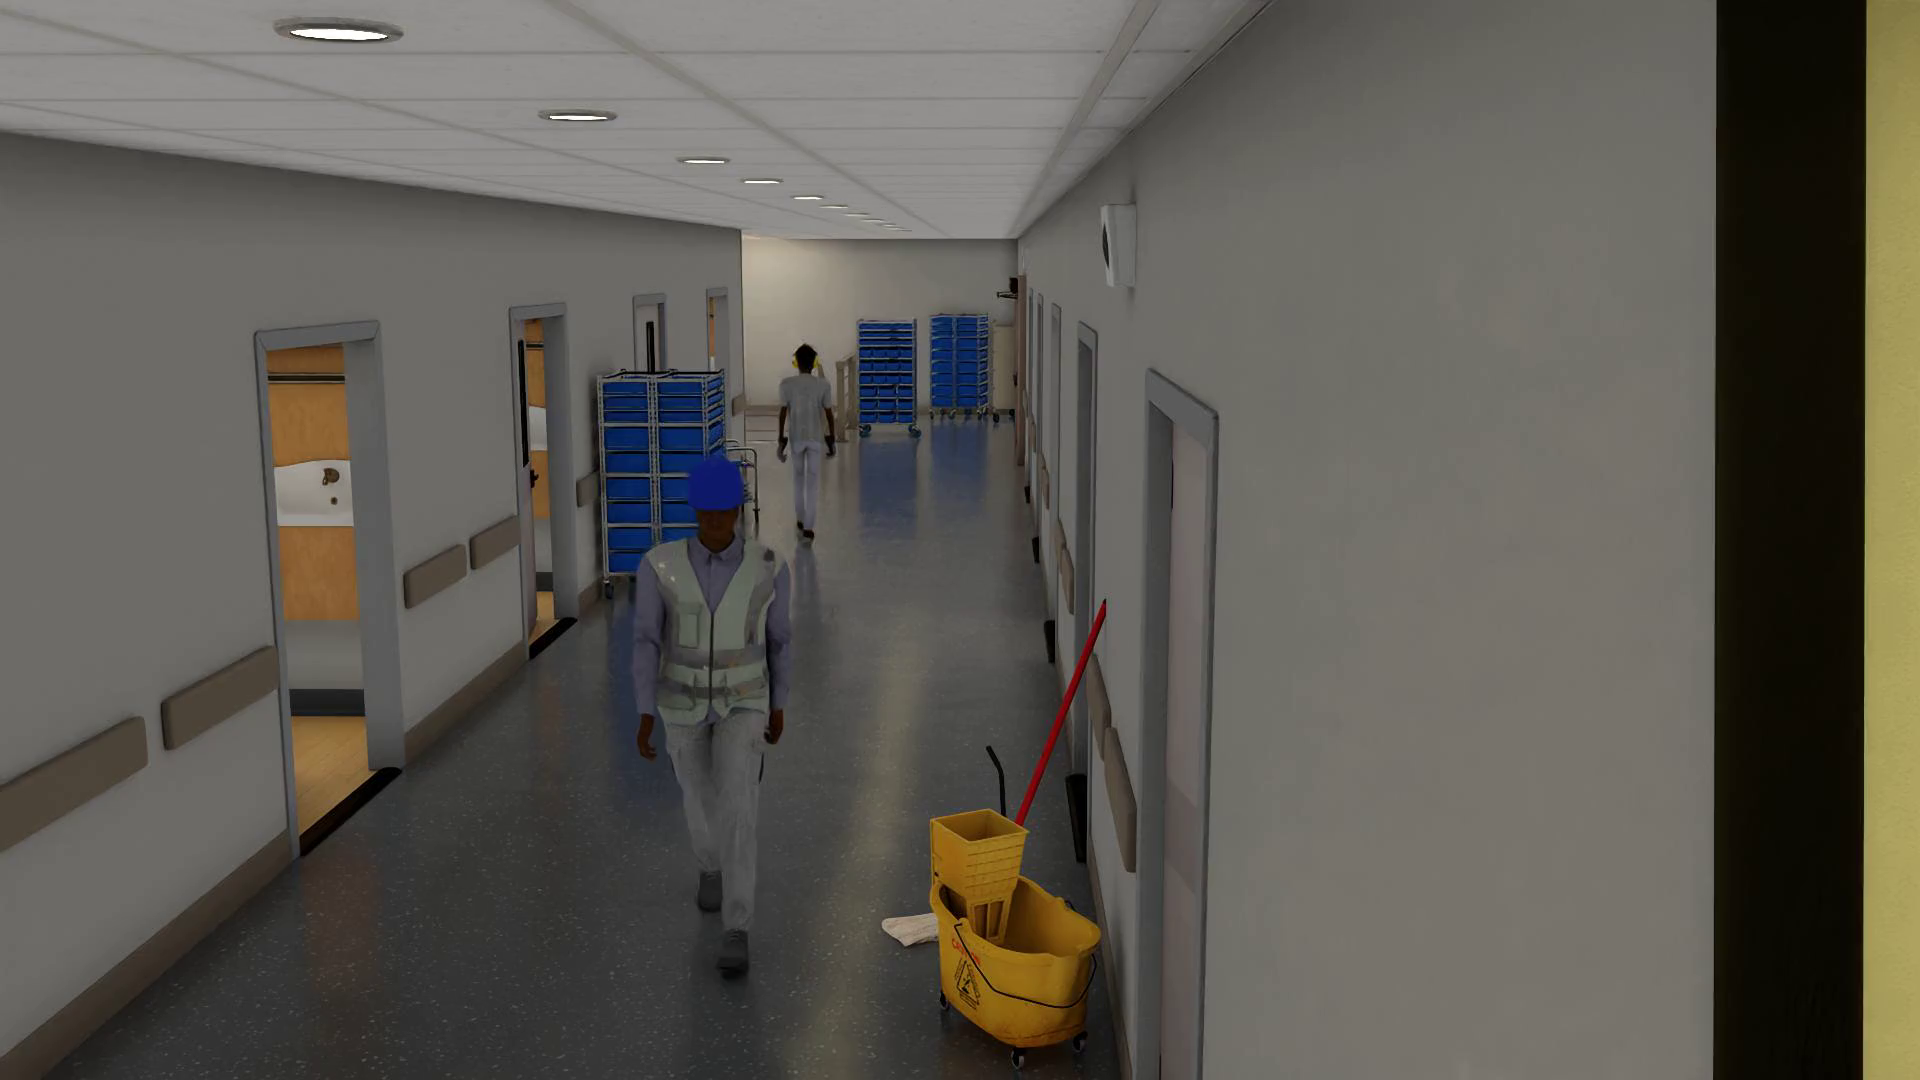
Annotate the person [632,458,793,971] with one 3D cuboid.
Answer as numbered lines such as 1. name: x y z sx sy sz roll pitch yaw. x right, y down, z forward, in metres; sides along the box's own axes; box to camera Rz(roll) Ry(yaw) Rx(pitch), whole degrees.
1. person: -0.944 0.621 6.410 0.597 1.896 1.024 -1 10 -5

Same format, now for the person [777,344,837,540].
1. person: -1.461 -0.954 15.969 0.554 1.837 0.861 0 9 2
